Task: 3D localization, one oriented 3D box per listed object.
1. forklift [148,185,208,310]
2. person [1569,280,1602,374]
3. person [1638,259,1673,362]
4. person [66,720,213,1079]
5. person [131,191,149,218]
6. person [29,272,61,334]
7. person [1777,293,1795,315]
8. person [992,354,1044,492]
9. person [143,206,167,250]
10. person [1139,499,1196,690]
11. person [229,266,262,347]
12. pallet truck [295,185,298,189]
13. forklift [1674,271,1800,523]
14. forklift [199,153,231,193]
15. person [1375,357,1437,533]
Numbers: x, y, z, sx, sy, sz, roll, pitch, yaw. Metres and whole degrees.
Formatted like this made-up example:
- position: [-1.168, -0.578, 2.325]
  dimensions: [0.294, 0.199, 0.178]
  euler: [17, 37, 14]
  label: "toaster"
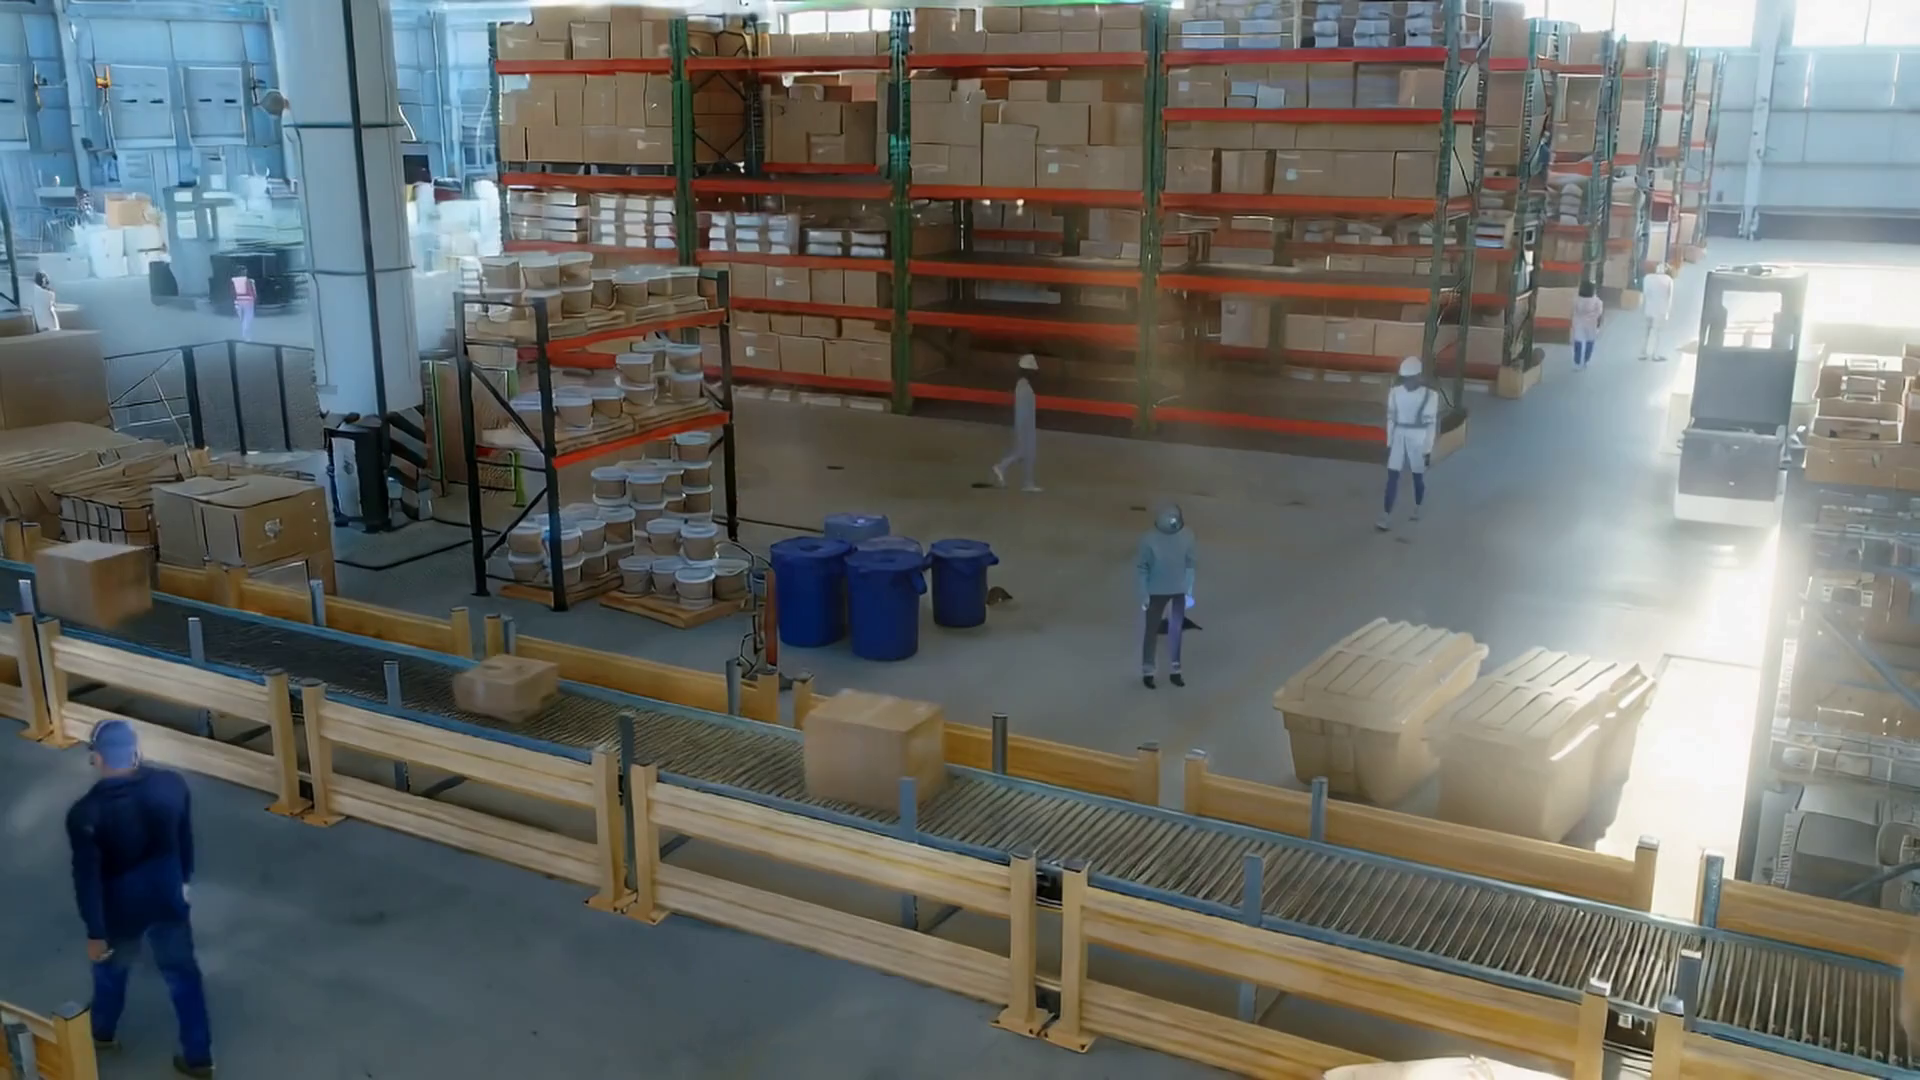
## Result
- position: [-18.053, -6.869, 38.922]
  dimensions: [1.873, 2.768, 1.129]
  euler: [8, 17, 28]
  label: "forklift"
- position: [11.133, -3.794, 29.645]
  dimensions: [0.564, 1.680, 0.375]
  euler: [5, 16, 19]
  label: "person"
- position: [13.052, -4.306, 31.177]
  dimensions: [0.399, 1.899, 0.650]
  euler: [-8, 17, -28]
  label: "person"
- position: [-4.167, 1.783, 8.364]
  dimensions: [0.999, 1.851, 0.675]
  euler: [9, 18, 32]
  label: "person"
- position: [-26.169, -10.147, 53.055]
  dimensions: [0.629, 1.937, 0.377]
  euler: [-3, 15, -13]
  label: "person"
- position: [-16.006, -3.755, 29.168]
  dimensions: [0.521, 1.865, 0.334]
  euler: [4, 15, 16]
  label: "person"
- position: [15.610, -4.240, 31.445]
  dimensions: [0.280, 1.624, 0.493]
  euler: [4, 15, 14]
  label: "person"
- position: [0.741, -1.445, 20.700]
  dimensions: [0.554, 1.752, 0.530]
  euler: [-1, 15, -3]
  label: "person"
- position: [-23.047, -8.638, 47.605]
  dimensions: [0.592, 1.824, 0.640]
  euler: [8, 17, 29]
  label: "person"
- position: [1.714, 0.448, 13.822]
  dimensions: [0.494, 1.624, 0.279]
  euler: [-5, 16, -17]
  label: "person"
- position: [-14.216, -4.656, 33.081]
  dimensions: [0.516, 1.587, 0.887]
  euler: [0, 15, 1]
  label: "person"
- position: [-26.804, -14.617, 69.738]
  dimensions: [1.885, 1.965, 0.823]
  euler: [-14, 20, -42]
  label: "pallet truck"
- position: [9.269, -1.763, 19.726]
  dimensions: [1.129, 2.768, 1.873]
  euler: [8, 17, 27]
  label: "forklift"
- position: [-27.440, -12.865, 61.464]
  dimensions: [1.873, 2.768, 1.129]
  euler: [8, 17, 28]
  label: "forklift"
- position: [5.092, -1.087, 18.899]
  dimensions: [0.630, 1.992, 1.042]
  euler: [10, 18, 34]
  label: "person"
